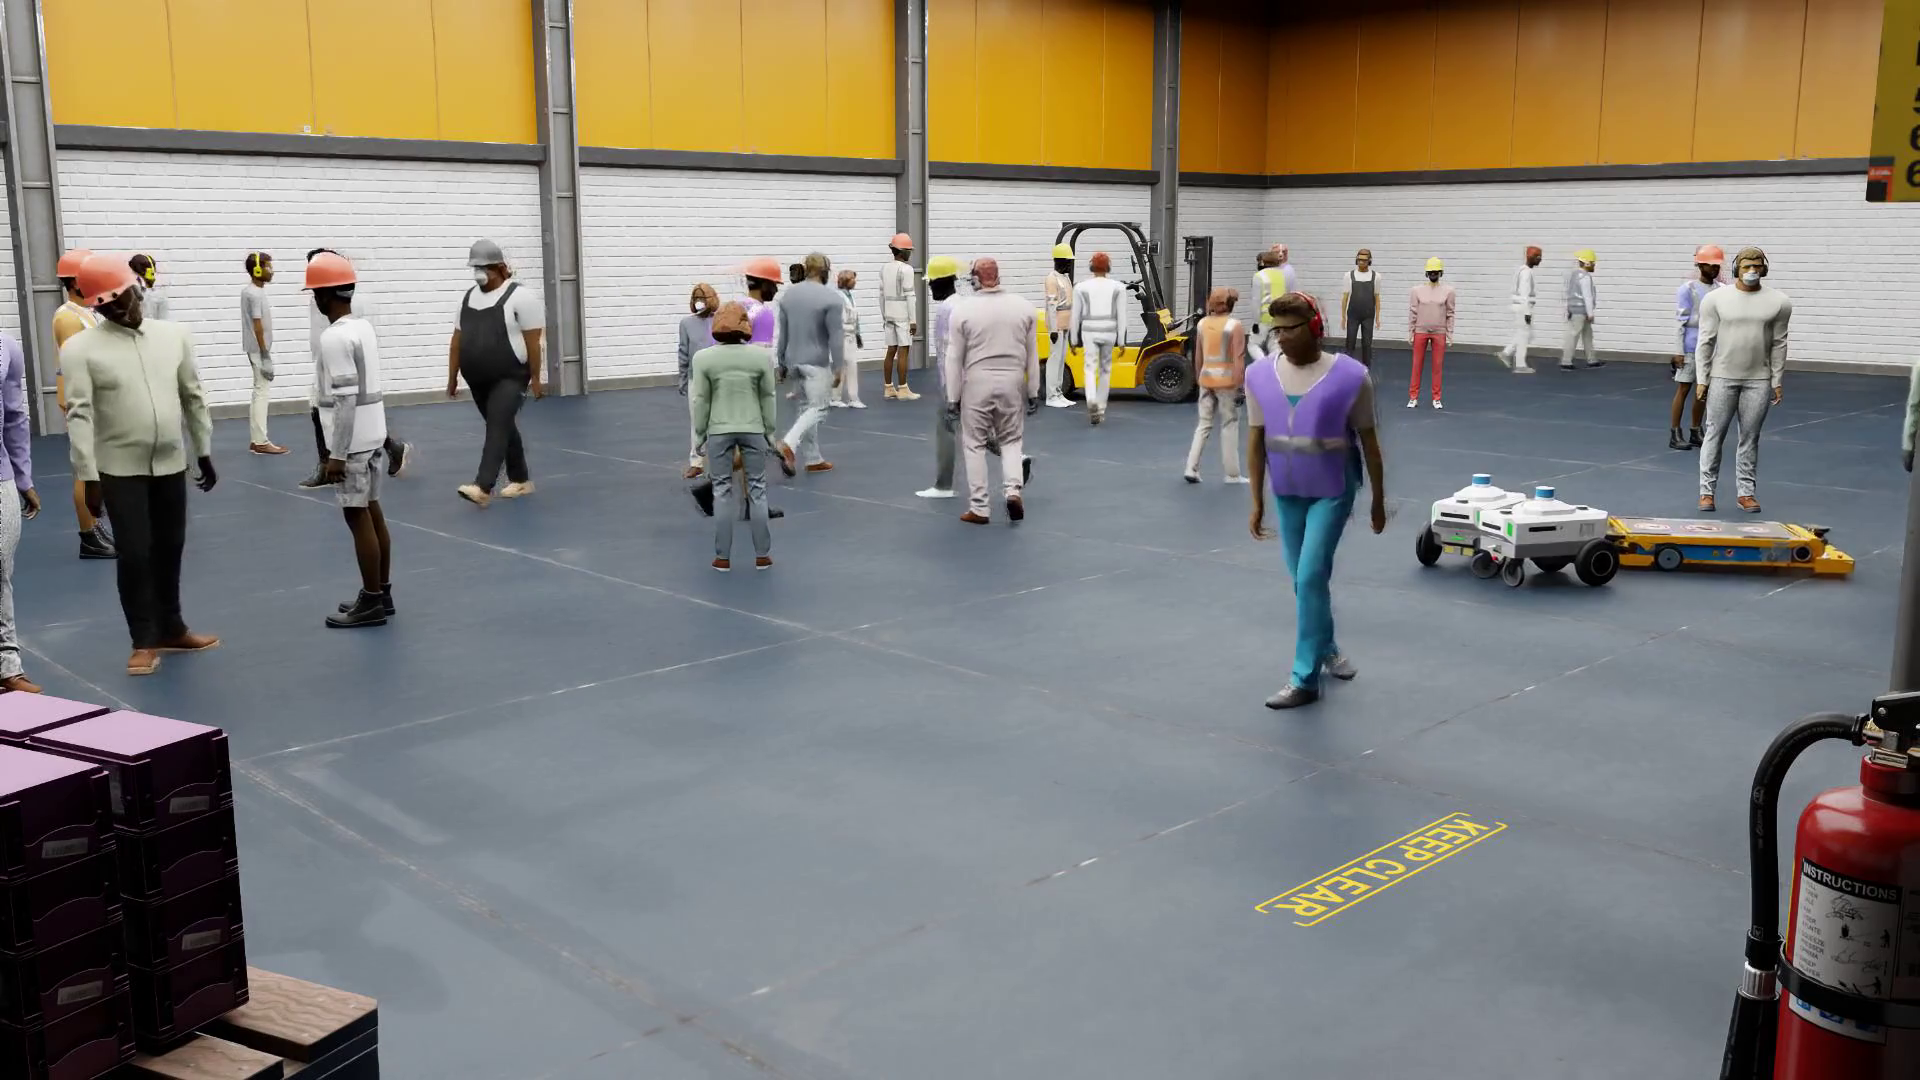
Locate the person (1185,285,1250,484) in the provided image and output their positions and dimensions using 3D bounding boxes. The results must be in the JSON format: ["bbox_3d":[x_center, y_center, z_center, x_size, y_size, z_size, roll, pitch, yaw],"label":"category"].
[{"bbox_3d":[2.101,-1.246,13.515,0.431,1.652,0.528,-8,13,-37],"label":"person"}]

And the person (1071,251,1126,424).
[{"bbox_3d":[1.488,-2.161,17.828,0.595,1.862,0.851,0,10,1],"label":"person"}]

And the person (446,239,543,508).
[{"bbox_3d":[-3.563,-1.278,12.514,0.704,2.000,1.015,5,11,25],"label":"person"}]

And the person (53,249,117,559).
[{"bbox_3d":[-5.454,-0.848,10.451,0.358,1.937,0.549,-4,11,-20],"label":"person"}]

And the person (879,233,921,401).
[{"bbox_3d":[-0.726,-2.733,20.444,0.391,2.040,0.615,-9,14,-40],"label":"person"}]

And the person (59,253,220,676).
[{"bbox_3d":[-3.802,-0.352,7.755,0.476,1.945,0.721,7,12,32],"label":"person"}]

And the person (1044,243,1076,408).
[{"bbox_3d":[1.190,-2.531,19.654,0.366,1.926,0.594,4,11,20],"label":"person"}]

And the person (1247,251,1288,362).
[{"bbox_3d":[4.032,-2.868,21.809,0.641,1.821,0.446,-7,13,-35],"label":"person"}]

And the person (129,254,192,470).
[{"bbox_3d":[-6.905,-1.495,14.185,0.519,1.865,0.326,1,10,4],"label":"person"}]

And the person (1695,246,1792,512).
[{"bbox_3d":[5.720,-1.168,12.195,0.632,1.940,0.372,2,11,11],"label":"person"}]

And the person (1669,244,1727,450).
[{"bbox_3d":[7.014,-1.814,15.716,0.548,1.937,0.379,-3,11,-17],"label":"person"}]

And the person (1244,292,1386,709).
[{"bbox_3d":[1.577,-0.198,7.325,0.575,1.795,0.795,9,13,39],"label":"person"}]

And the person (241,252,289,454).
[{"bbox_3d":[-6.490,-1.726,15.458,0.339,1.862,0.540,-5,12,-26],"label":"person"}]

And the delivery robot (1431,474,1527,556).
[{"bbox_3d":[3.199,-0.163,10.230,0.477,0.478,0.707,9,14,41],"label":"delivery robot"}]

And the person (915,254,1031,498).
[{"bbox_3d":[0.083,-1.236,12.709,0.804,1.895,0.608,4,11,20],"label":"person"}]

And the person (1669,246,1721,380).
[{"bbox_3d":[10.207,-3.087,22.825,0.650,1.883,0.822,-9,14,-40],"label":"person"}]

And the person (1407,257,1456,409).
[{"bbox_3d":[5.510,-2.417,19.469,0.523,1.769,0.322,3,11,15],"label":"person"}]

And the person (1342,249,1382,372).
[{"bbox_3d":[5.402,-2.992,22.403,0.507,1.842,0.339,2,11,8],"label":"person"}]

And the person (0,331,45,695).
[{"bbox_3d":[-4.230,-0.223,7.042,0.365,1.937,0.635,7,12,32],"label":"person"}]

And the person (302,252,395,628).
[{"bbox_3d":[-3.170,-0.508,8.604,0.376,1.934,0.547,-1,10,-4],"label":"person"}]

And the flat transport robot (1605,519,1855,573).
[{"bbox_3d":[4.649,0.020,10.262,1.431,0.197,0.652,2,11,11],"label":"flat transport robot"}]

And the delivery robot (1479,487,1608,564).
[{"bbox_3d":[3.403,-0.069,9.718,0.707,0.478,0.477,-3,11,-17],"label":"delivery robot"}]

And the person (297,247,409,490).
[{"bbox_3d":[-4.945,-1.387,13.409,0.610,1.938,0.836,9,14,40],"label":"person"}]

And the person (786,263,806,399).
[{"bbox_3d":[-1.966,-2.538,20.368,0.544,1.683,0.453,8,13,38],"label":"person"}]

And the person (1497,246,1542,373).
[{"bbox_3d":[8.253,-3.370,24.429,0.506,1.854,0.611,4,11,23],"label":"person"}]

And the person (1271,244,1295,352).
[{"bbox_3d":[4.243,-2.997,22.255,0.408,1.906,0.653,-1,10,-3],"label":"person"}]

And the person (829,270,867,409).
[{"bbox_3d":[-1.268,-2.330,19.394,0.670,1.614,0.539,3,11,18],"label":"person"}]

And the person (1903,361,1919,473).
[{"bbox_3d":[5.736,-0.517,9.587,0.516,1.594,0.851,2,11,11],"label":"person"}]

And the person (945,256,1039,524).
[{"bbox_3d":[0.233,-1.036,11.645,0.681,1.877,0.507,-3,11,-17],"label":"person"}]

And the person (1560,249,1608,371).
[{"bbox_3d":[9.375,-3.406,24.751,0.826,1.802,0.625,1,10,7],"label":"person"}]

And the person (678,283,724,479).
[{"bbox_3d":[-2.097,-1.315,13.821,0.503,1.632,0.271,2,11,12],"label":"person"}]

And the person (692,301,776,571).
[{"bbox_3d":[-1.360,-0.622,10.051,0.501,1.631,0.287,-2,11,-11],"label":"person"}]

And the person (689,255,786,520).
[{"bbox_3d":[-1.545,-1.043,11.658,0.732,1.900,0.551,-7,13,-34],"label":"person"}]

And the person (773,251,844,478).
[{"bbox_3d":[-1.309,-1.450,13.859,0.647,1.905,0.832,8,13,36],"label":"person"}]

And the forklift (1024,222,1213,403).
[{"bbox_3d":[1.935,-2.847,20.651,2.313,2.155,1.214,2,11,13],"label":"forklift"}]
